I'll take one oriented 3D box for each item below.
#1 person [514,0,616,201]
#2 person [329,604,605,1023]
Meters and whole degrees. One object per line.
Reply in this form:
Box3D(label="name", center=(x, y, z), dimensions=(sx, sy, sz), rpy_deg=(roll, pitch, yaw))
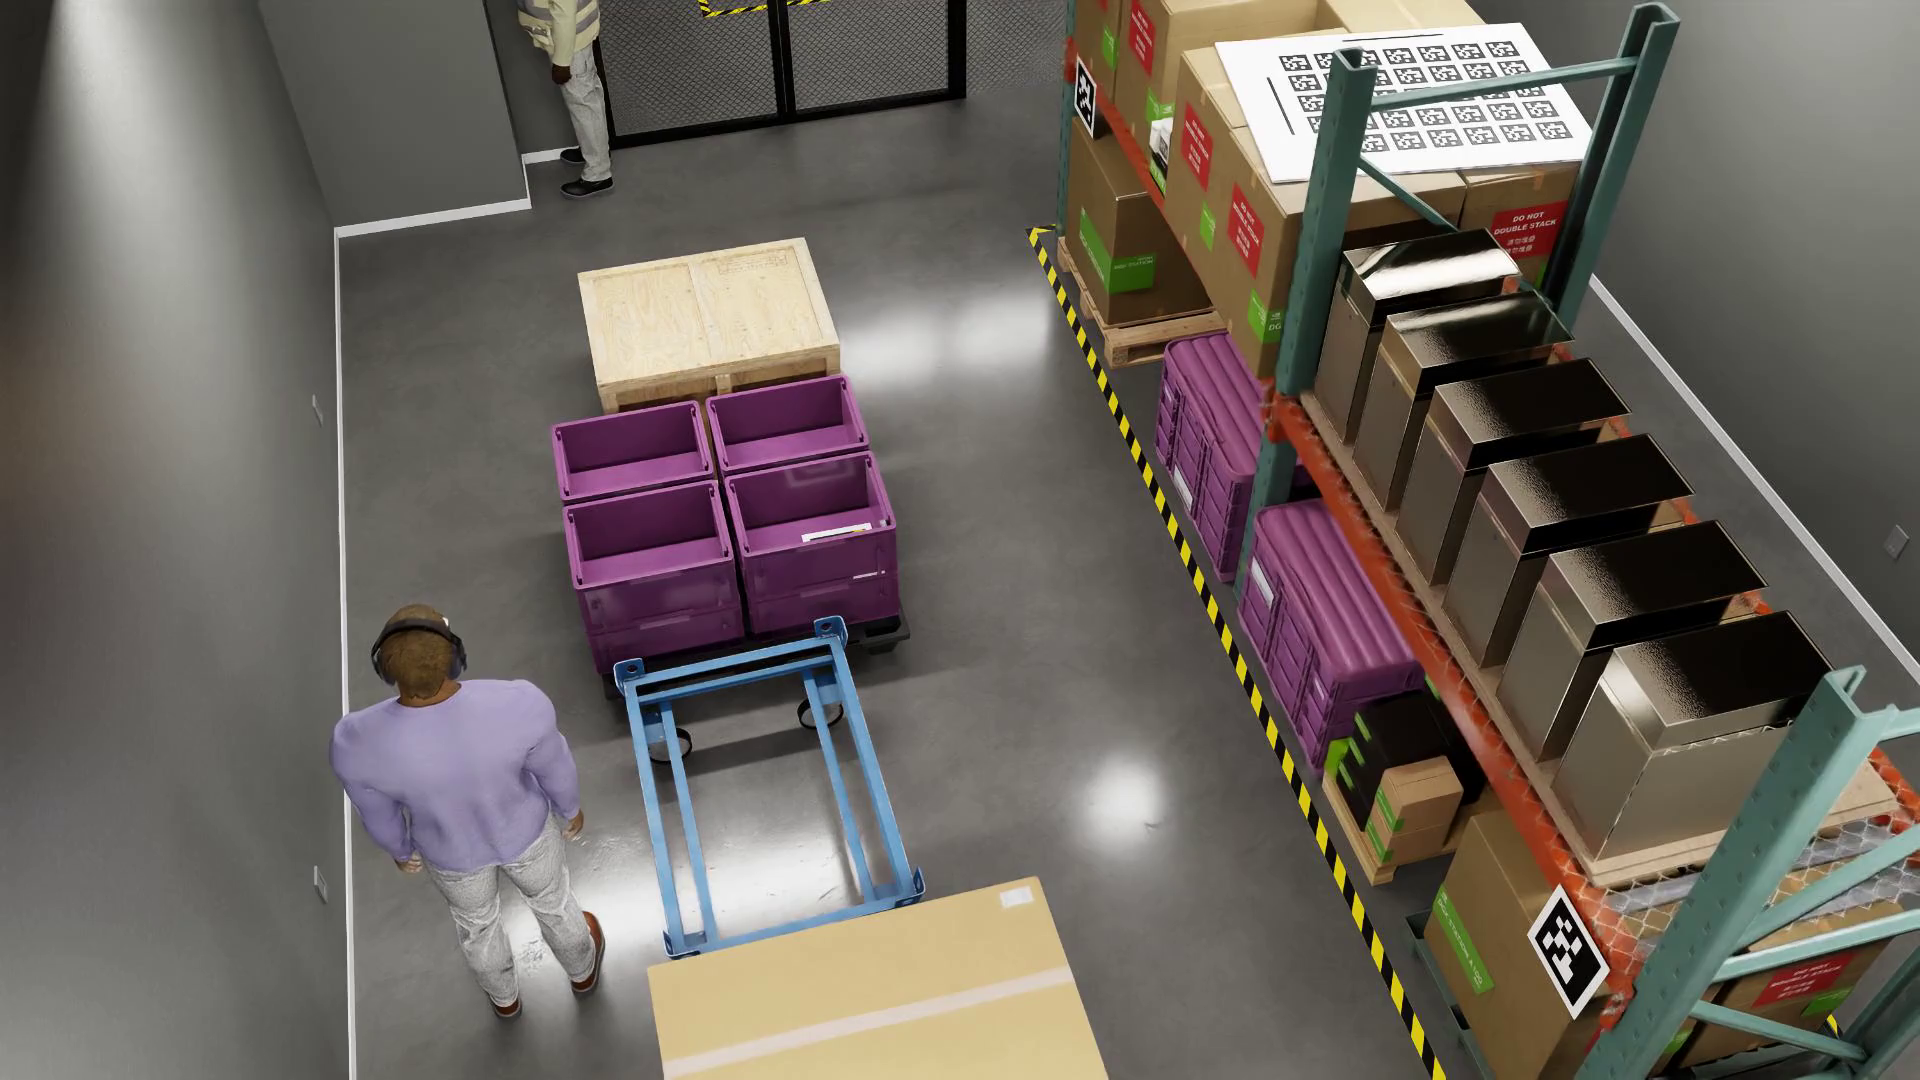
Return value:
Box3D(label="person", center=(-1.991, -2.566, 8.314), dimensions=(0.404, 1.833, 0.590), rpy_deg=(-6, 48, -5))
Box3D(label="person", center=(-1.458, 0.874, 5.084), dimensions=(0.630, 1.940, 0.372), rpy_deg=(-13, 49, -12))
